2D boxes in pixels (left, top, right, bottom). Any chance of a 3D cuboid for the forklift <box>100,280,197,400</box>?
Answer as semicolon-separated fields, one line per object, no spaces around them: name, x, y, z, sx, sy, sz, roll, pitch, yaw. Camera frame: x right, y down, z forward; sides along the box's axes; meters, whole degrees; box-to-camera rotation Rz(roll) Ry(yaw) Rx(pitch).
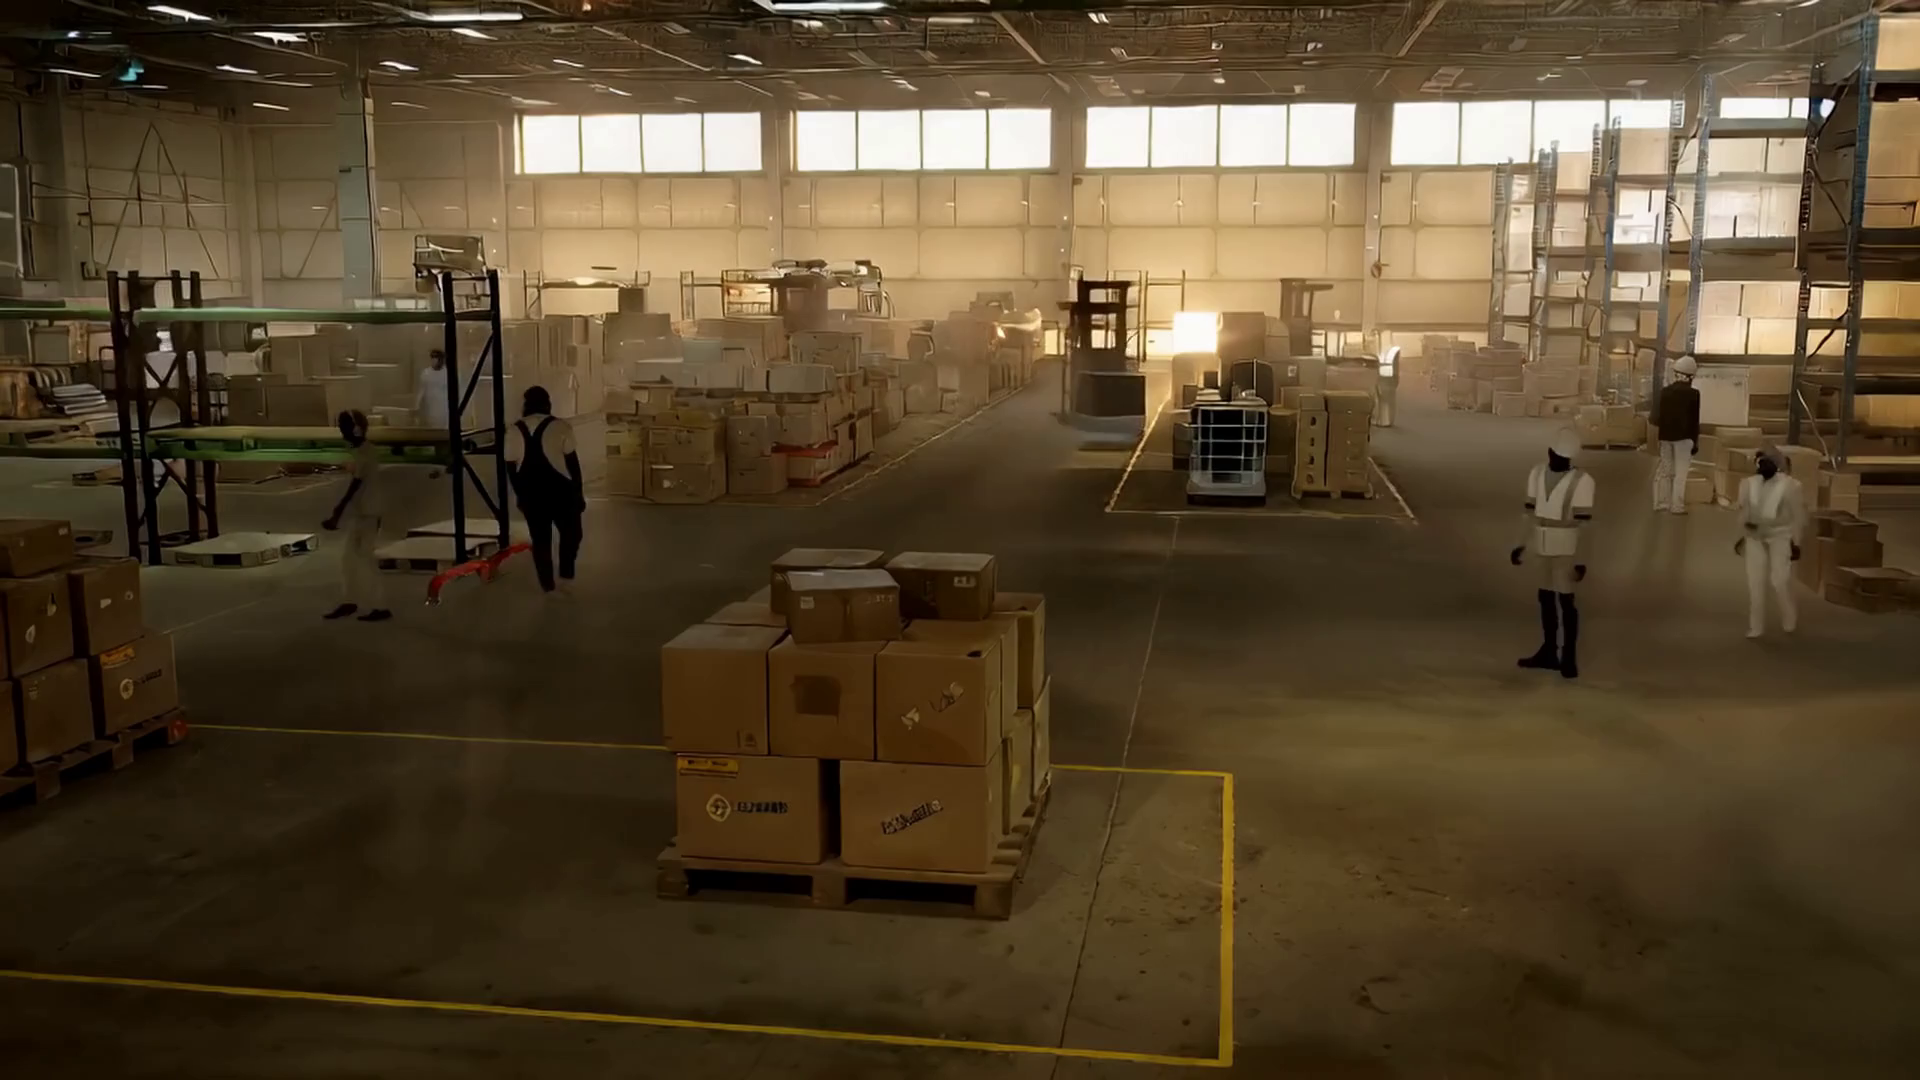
forklift;-19.095;-4.717;39.004;1.873;2.768;1.129;-1;9;-6

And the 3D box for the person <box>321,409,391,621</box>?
person;-5.238;-0.197;14.306;0.578;1.845;0.508;-4;10;-21

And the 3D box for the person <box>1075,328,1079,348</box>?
person;2.959;-4.384;40.817;0.552;1.613;0.665;-1;9;-6

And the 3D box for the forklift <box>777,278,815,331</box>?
forklift;-4.287;-5.473;43.668;1.129;2.768;1.873;-4;10;-23

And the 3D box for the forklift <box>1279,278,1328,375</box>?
forklift;9.509;-6.140;47.783;1.873;2.768;1.129;8;12;40

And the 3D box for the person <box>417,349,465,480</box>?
person;-7.618;-1.840;24.332;0.655;1.879;1.035;2;9;12

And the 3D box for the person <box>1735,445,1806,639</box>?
person;6.660;0.021;13.664;0.425;1.621;0.527;-9;13;-43

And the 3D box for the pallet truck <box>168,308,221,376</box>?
pallet truck;-21.869;-5.598;47.154;0.823;1.965;1.885;4;10;26

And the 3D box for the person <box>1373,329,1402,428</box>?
person;8.273;-3.120;32.154;0.397;1.911;0.587;-5;11;-29

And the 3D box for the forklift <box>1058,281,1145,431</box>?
forklift;2.735;-3.550;31.806;1.129;2.768;1.873;-3;10;-17

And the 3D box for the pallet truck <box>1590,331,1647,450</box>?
pallet truck;11.253;-2.573;28.499;0.823;1.965;1.885;5;10;27

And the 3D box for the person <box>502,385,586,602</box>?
person;-3.782;-0.450;15.274;0.771;2.000;0.544;1;9;9

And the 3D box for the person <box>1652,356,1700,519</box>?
person;8.836;-1.259;20.453;0.404;1.987;0.613;-4;10;-22

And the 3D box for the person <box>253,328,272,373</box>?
person;-13.378;-3.103;31.983;0.370;1.927;0.588;0;9;-3

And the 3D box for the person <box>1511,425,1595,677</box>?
person;4.426;0.072;12.476;0.400;1.912;0.706;-4;10;-24
